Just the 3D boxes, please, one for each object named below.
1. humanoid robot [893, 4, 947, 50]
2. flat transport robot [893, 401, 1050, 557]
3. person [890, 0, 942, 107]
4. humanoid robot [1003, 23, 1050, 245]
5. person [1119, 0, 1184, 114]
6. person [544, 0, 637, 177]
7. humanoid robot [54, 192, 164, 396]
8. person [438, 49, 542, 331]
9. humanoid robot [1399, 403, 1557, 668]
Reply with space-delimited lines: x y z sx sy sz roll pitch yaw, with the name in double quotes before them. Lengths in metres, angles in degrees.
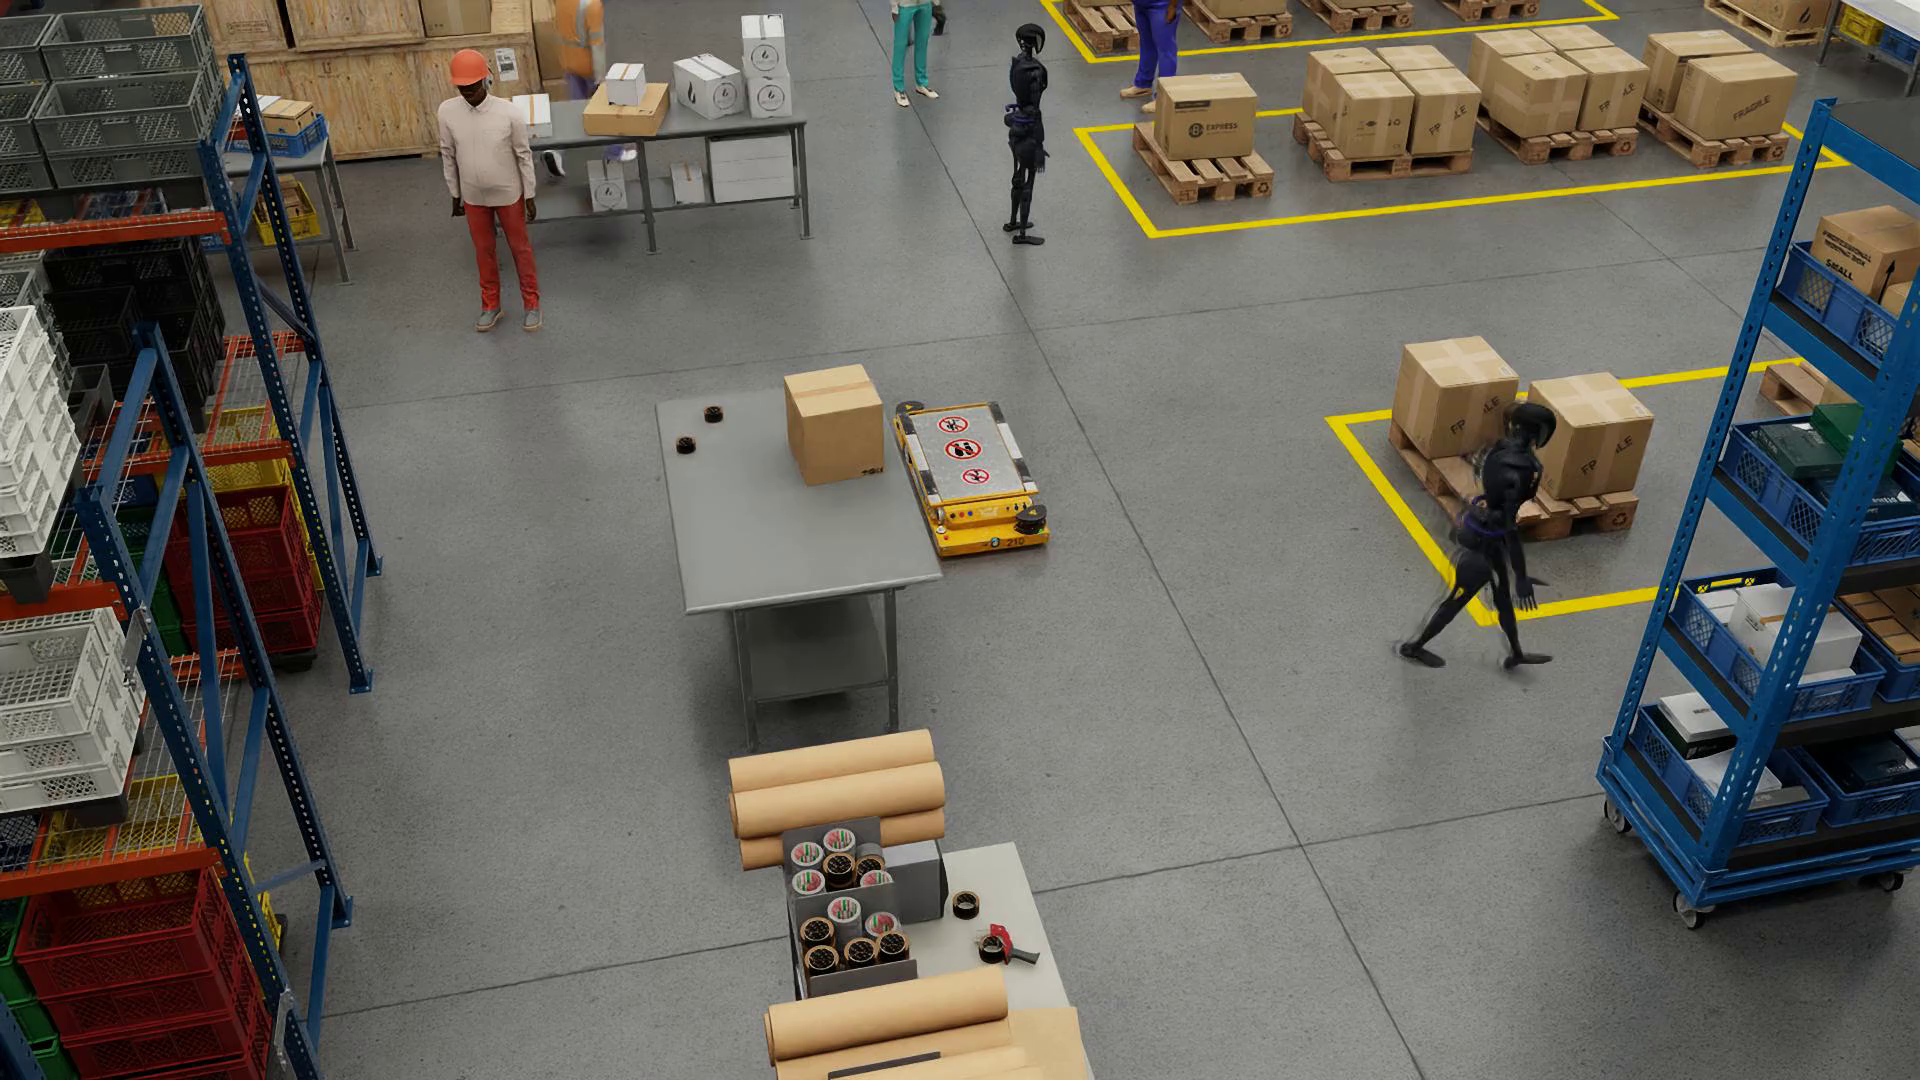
"humanoid robot" -0.383 -5.548 15.852 0.596 1.638 0.684 19 40 23
"flat transport robot" 0.046 -0.430 10.108 0.652 0.197 1.431 -8 37 -10
"person" -0.395 -4.731 14.655 0.523 1.769 0.319 -22 42 -26
"humanoid robot" 0.509 -3.049 12.459 0.313 1.657 0.609 -8 37 -10
"person" 1.689 -4.756 14.463 0.538 2.000 0.680 -15 39 -19
"person" -3.042 -3.828 13.336 0.595 1.891 0.796 25 43 30
"humanoid robot" -5.459 -1.620 10.555 0.573 1.648 0.628 8 37 10
"person" -3.171 -2.349 11.266 0.608 1.995 0.375 1 37 2
"humanoid robot" 2.707 0.028 8.368 0.779 1.618 0.568 18 40 23
